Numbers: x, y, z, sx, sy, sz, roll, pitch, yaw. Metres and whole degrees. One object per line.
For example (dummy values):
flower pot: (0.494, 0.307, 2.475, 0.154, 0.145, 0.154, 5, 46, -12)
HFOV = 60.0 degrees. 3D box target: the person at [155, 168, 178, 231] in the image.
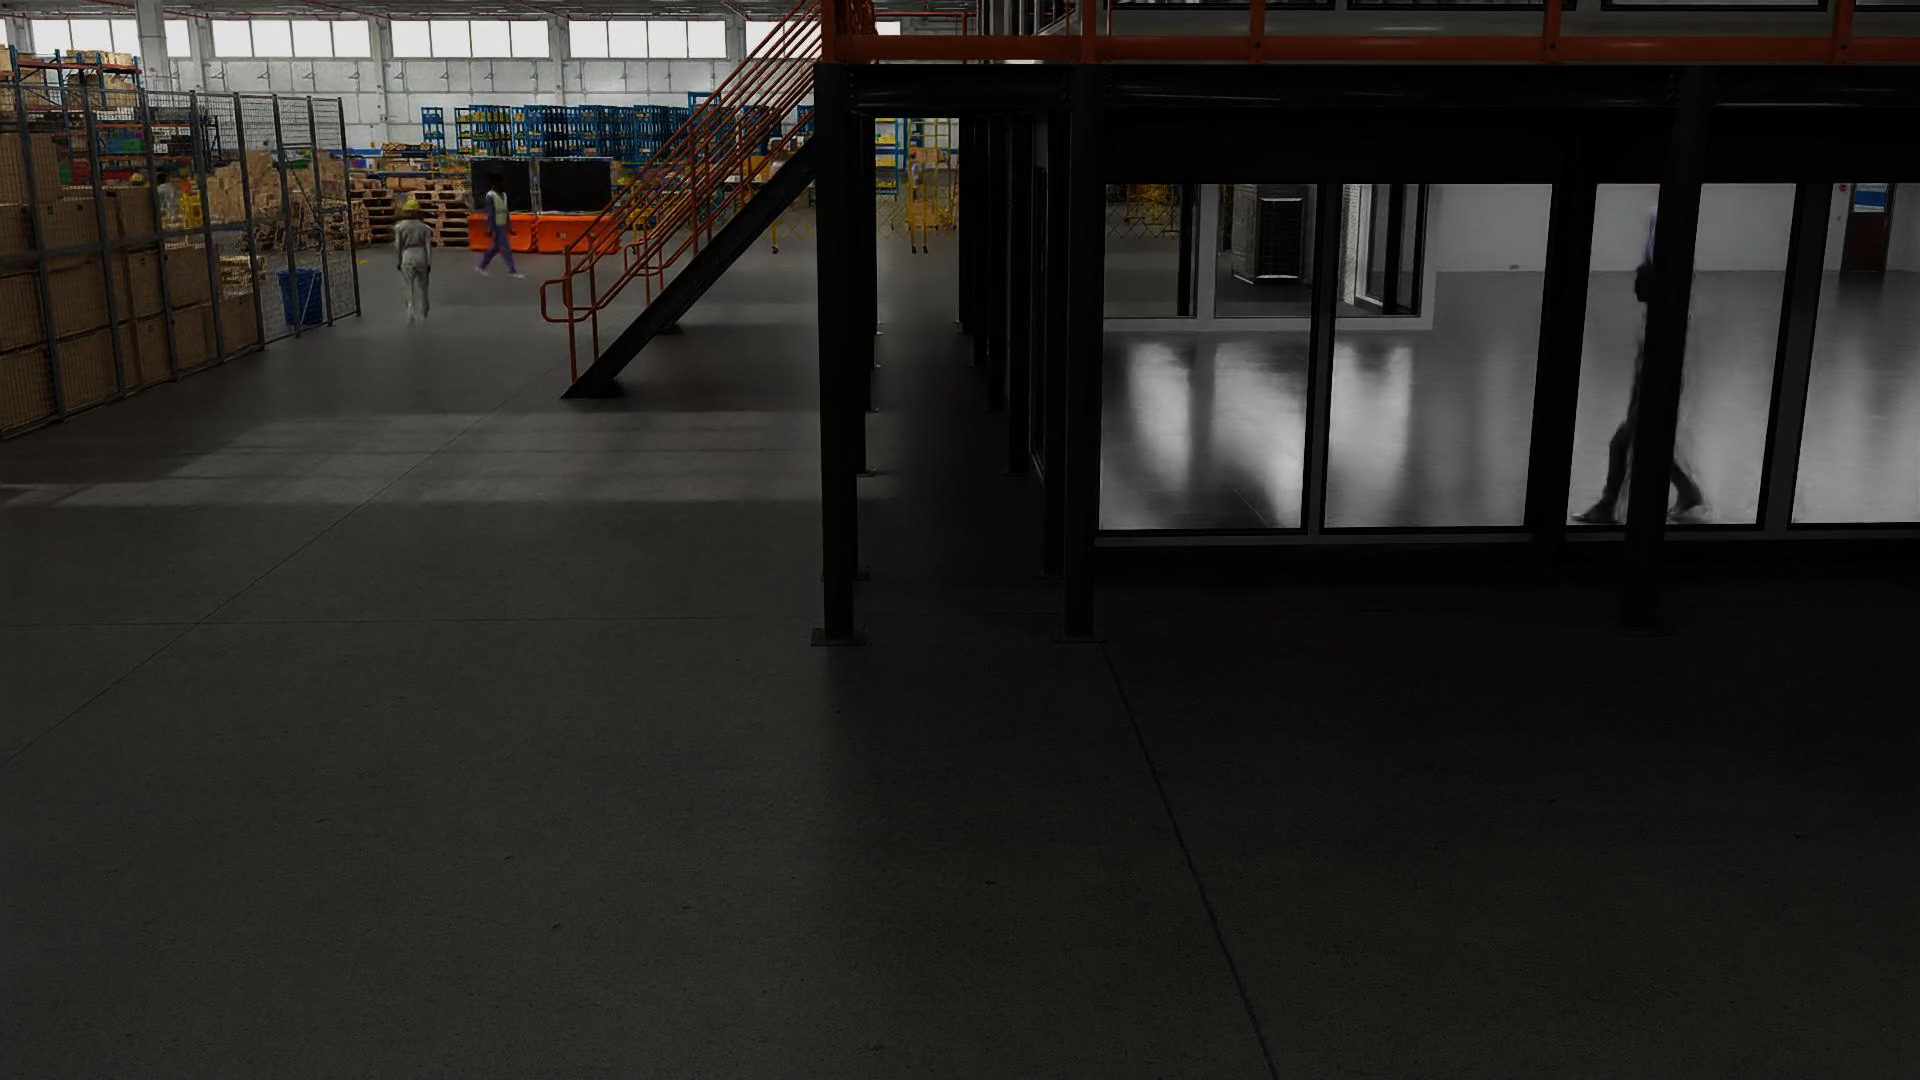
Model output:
person: (-15.410, -6.207, 32.104, 1.008, 1.912, 0.606, 1, 14, 5)

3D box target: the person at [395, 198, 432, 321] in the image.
person: (-7.626, -3.902, 23.271, 0.490, 1.722, 0.583, -4, 15, -16)

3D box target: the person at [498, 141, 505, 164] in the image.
person: (-22.770, -18.744, 82.229, 1.102, 1.925, 0.630, -5, 15, -19)

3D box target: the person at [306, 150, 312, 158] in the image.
person: (-23.137, -12.988, 59.388, 0.619, 1.819, 0.497, 1, 14, 3)

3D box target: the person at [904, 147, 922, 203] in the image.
person: (-1.484, -11.705, 53.853, 0.620, 2.024, 0.819, 9, 17, 33)

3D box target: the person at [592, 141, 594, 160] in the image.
person: (-20.493, -21.529, 93.482, 0.372, 1.840, 0.571, 11, 18, 39)

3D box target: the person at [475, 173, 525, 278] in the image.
person: (-8.399, -5.696, 30.128, 0.948, 1.881, 0.605, 2, 14, 9)

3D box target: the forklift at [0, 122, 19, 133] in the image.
forklift: (-38.391, -15.545, 67.465, 1.129, 2.768, 1.873, -1, 14, -3)

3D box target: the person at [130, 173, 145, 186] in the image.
person: (-16.545, -6.523, 33.664, 0.314, 1.769, 0.524, -10, 17, -34)

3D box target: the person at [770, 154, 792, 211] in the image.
person: (-5.682, -11.190, 52.096, 0.679, 1.873, 0.666, 6, 15, 22)

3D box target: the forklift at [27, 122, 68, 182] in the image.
forklift: (-35.376, -14.773, 64.377, 1.129, 2.768, 1.873, -1, 14, -2)

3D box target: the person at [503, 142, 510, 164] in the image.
person: (-24.329, -20.455, 89.218, 0.599, 1.827, 0.404, 10, 17, 35)

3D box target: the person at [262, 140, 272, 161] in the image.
person: (-36.176, -19.900, 86.830, 0.582, 1.917, 0.618, 9, 16, 31)
